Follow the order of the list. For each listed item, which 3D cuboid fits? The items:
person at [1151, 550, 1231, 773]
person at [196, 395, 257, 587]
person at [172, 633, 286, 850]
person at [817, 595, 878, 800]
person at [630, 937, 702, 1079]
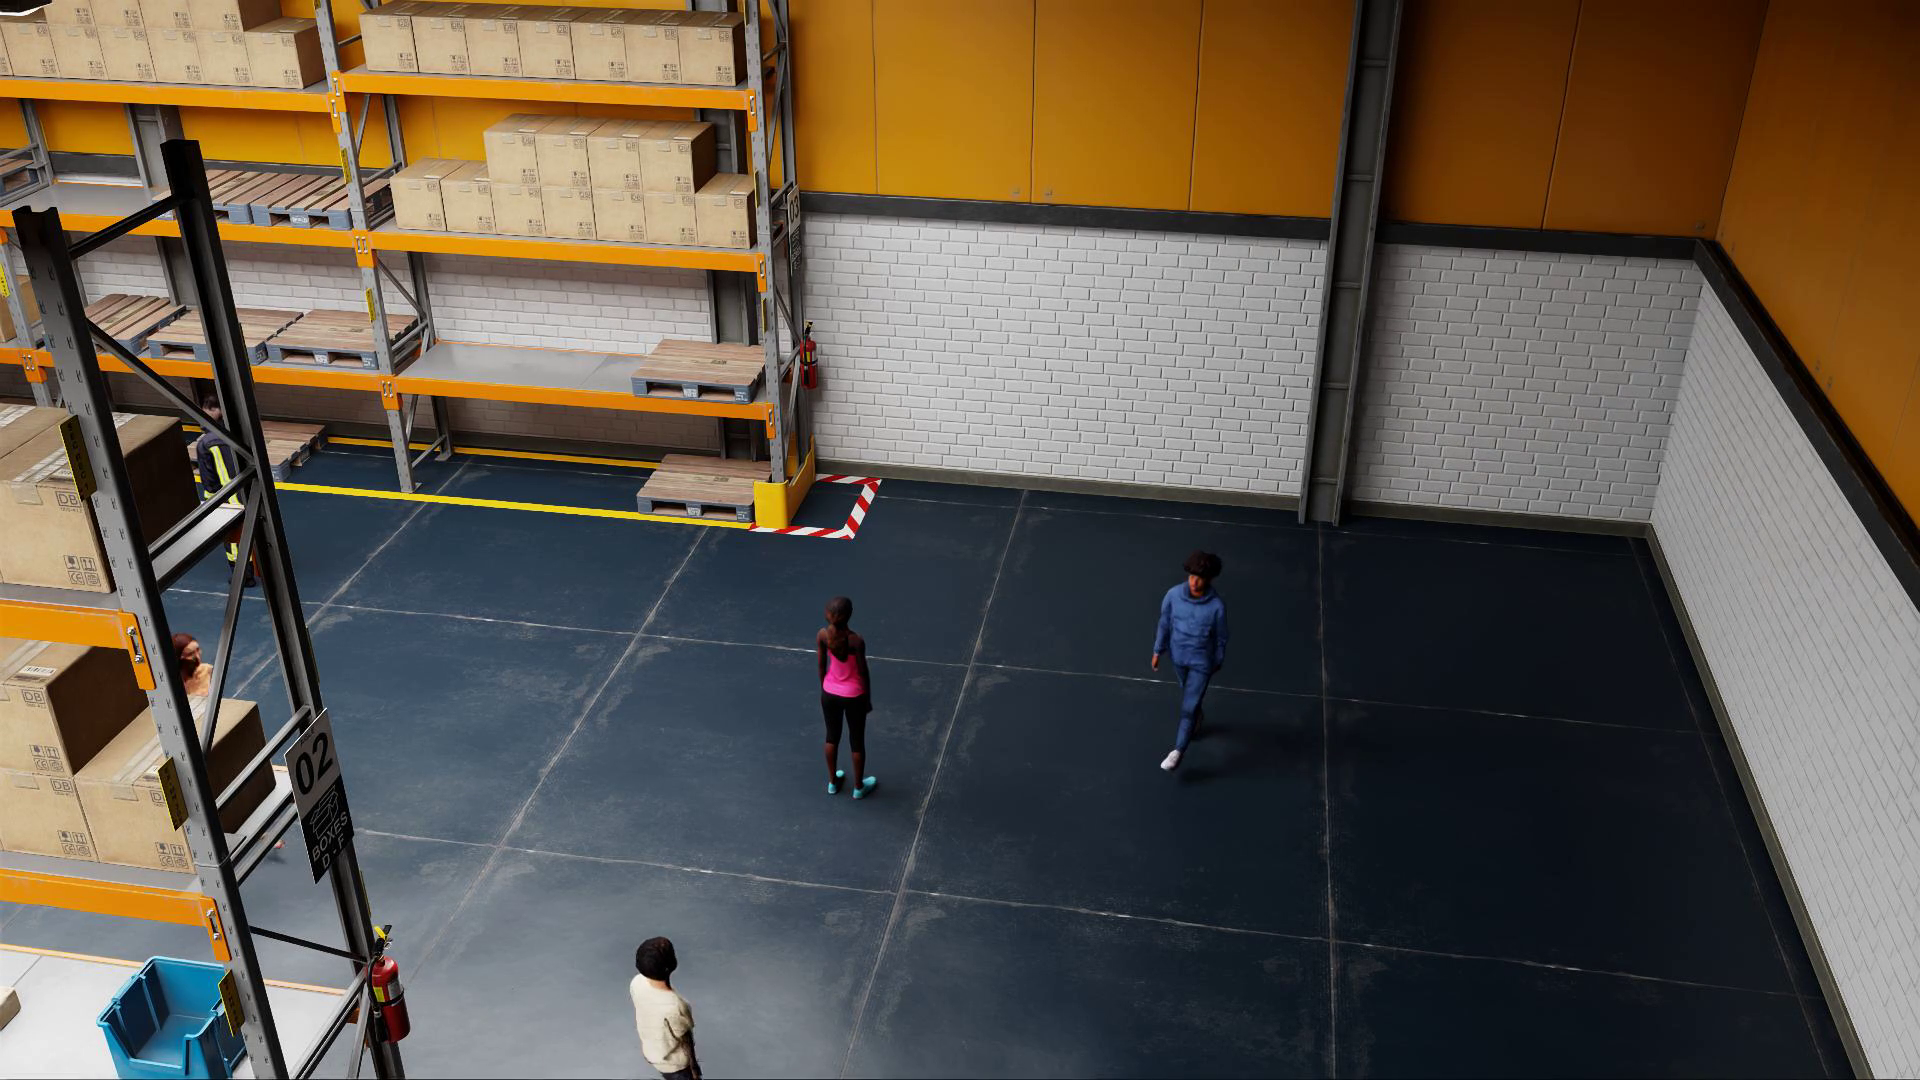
[{"bbox_3d":[1.836,0.853,12.929,1.216,1.764,1.067,18,33,30],"label":"person"},{"bbox_3d":[-6.662,-0.462,15.231,0.811,1.867,0.838,14,32,24],"label":"person"},{"bbox_3d":[-5.436,1.435,11.825,1.075,1.799,0.852,18,33,30],"label":"person"},{"bbox_3d":[-0.869,1.163,12.401,0.544,1.725,0.652,10,30,18],"label":"person"},{"bbox_3d":[-1.672,2.926,9.328,0.864,1.573,0.881,23,36,36],"label":"person"}]
